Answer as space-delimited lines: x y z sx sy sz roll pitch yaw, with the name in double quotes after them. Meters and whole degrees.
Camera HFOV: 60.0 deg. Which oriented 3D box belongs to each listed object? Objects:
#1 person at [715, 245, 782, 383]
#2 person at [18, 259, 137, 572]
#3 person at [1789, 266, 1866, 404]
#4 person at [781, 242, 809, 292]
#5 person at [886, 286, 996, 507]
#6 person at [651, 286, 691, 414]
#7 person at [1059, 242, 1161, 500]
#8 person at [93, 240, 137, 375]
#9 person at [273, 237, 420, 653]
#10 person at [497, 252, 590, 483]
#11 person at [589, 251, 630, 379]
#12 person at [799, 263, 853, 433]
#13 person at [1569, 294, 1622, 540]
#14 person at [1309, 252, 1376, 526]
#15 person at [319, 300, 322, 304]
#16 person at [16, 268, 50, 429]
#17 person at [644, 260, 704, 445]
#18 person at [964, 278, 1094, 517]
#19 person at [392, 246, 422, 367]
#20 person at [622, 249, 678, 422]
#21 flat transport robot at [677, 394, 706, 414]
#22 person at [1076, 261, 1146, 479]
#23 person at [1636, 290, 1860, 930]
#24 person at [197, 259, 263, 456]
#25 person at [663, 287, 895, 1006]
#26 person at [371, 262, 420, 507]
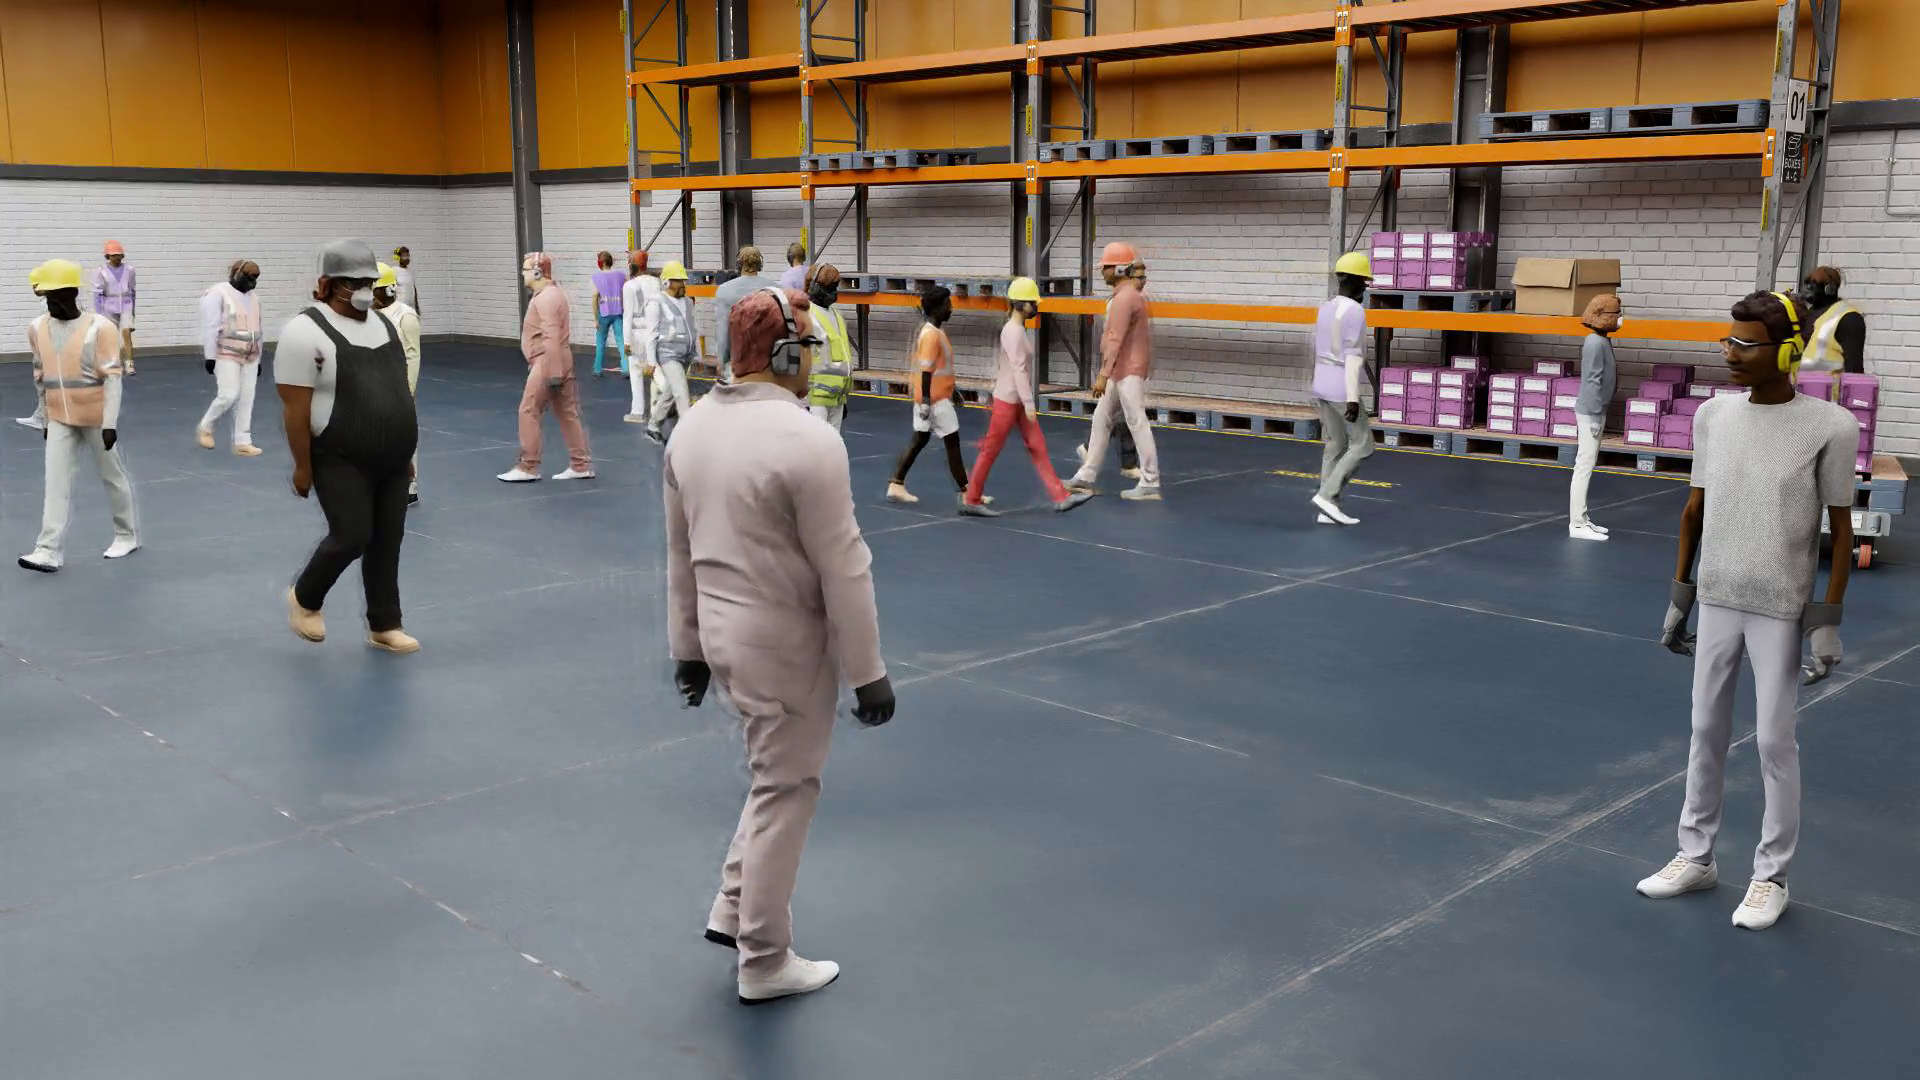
-1.805 -1.572 14.394 0.638 1.938 0.356 -5 11 -24 "person"
-5.392 -0.760 10.134 0.610 1.870 0.978 1 10 6 "person"
6.202 -1.089 12.162 0.963 1.788 0.649 -1 10 -5 "person"
-1.852 -2.461 19.247 0.366 1.936 0.630 6 12 30 "person"
-0.180 -1.069 12.432 0.842 1.652 0.537 0 10 0 "person"
-3.284 -2.198 18.729 0.523 1.599 0.514 6 12 28 "person"
1.128 -1.275 12.702 0.925 1.951 0.626 1 10 4 "person"
-12.378 -3.400 24.354 0.620 1.964 1.108 -9 14 -40 "person"
-2.898 -0.450 7.995 0.627 2.000 0.688 5 12 27 "person"
-3.470 -1.402 13.654 0.845 1.879 0.661 -1 10 -4 "person"
-4.959 -3.176 23.527 0.566 1.802 0.968 -7 12 -33 "person"
-0.938 -0.947 11.272 0.429 1.838 0.621 4 11 22 "person"
4.265 -0.826 11.156 0.278 1.634 0.498 4 11 22 "person"
2.668 -1.032 11.535 0.428 1.901 0.617 -2 11 -12 "person"
-6.504 -2.045 17.626 0.535 1.700 0.318 -7 13 -34 "person"
-9.381 -1.975 17.286 0.904 1.673 0.534 -2 11 -12 "person"
-2.730 -1.760 15.836 0.915 1.792 0.607 6 12 30 "person"
0.468 -0.997 11.852 0.959 1.709 0.532 2 11 10 "person"
-8.596 -3.605 25.719 0.531 1.851 0.537 4 11 23 "person"
-3.373 -2.183 17.903 0.639 1.870 0.602 7 13 35 "person"
-2.614 -1.462 18.345 1.431 0.197 0.652 9 13 40 "flat transport robot"
1.320 -1.409 13.826 0.548 1.830 0.510 5 12 27 "person"
2.327 0.205 4.895 0.312 1.869 0.538 -8 13 -36 "person"
-6.714 -1.672 15.303 0.565 1.809 0.703 4 11 21 "person"
-0.457 0.291 4.374 0.448 1.891 0.648 -8 13 -36 "person"
-4.274 -1.145 12.376 0.586 1.827 0.404 6 12 30 "person"
